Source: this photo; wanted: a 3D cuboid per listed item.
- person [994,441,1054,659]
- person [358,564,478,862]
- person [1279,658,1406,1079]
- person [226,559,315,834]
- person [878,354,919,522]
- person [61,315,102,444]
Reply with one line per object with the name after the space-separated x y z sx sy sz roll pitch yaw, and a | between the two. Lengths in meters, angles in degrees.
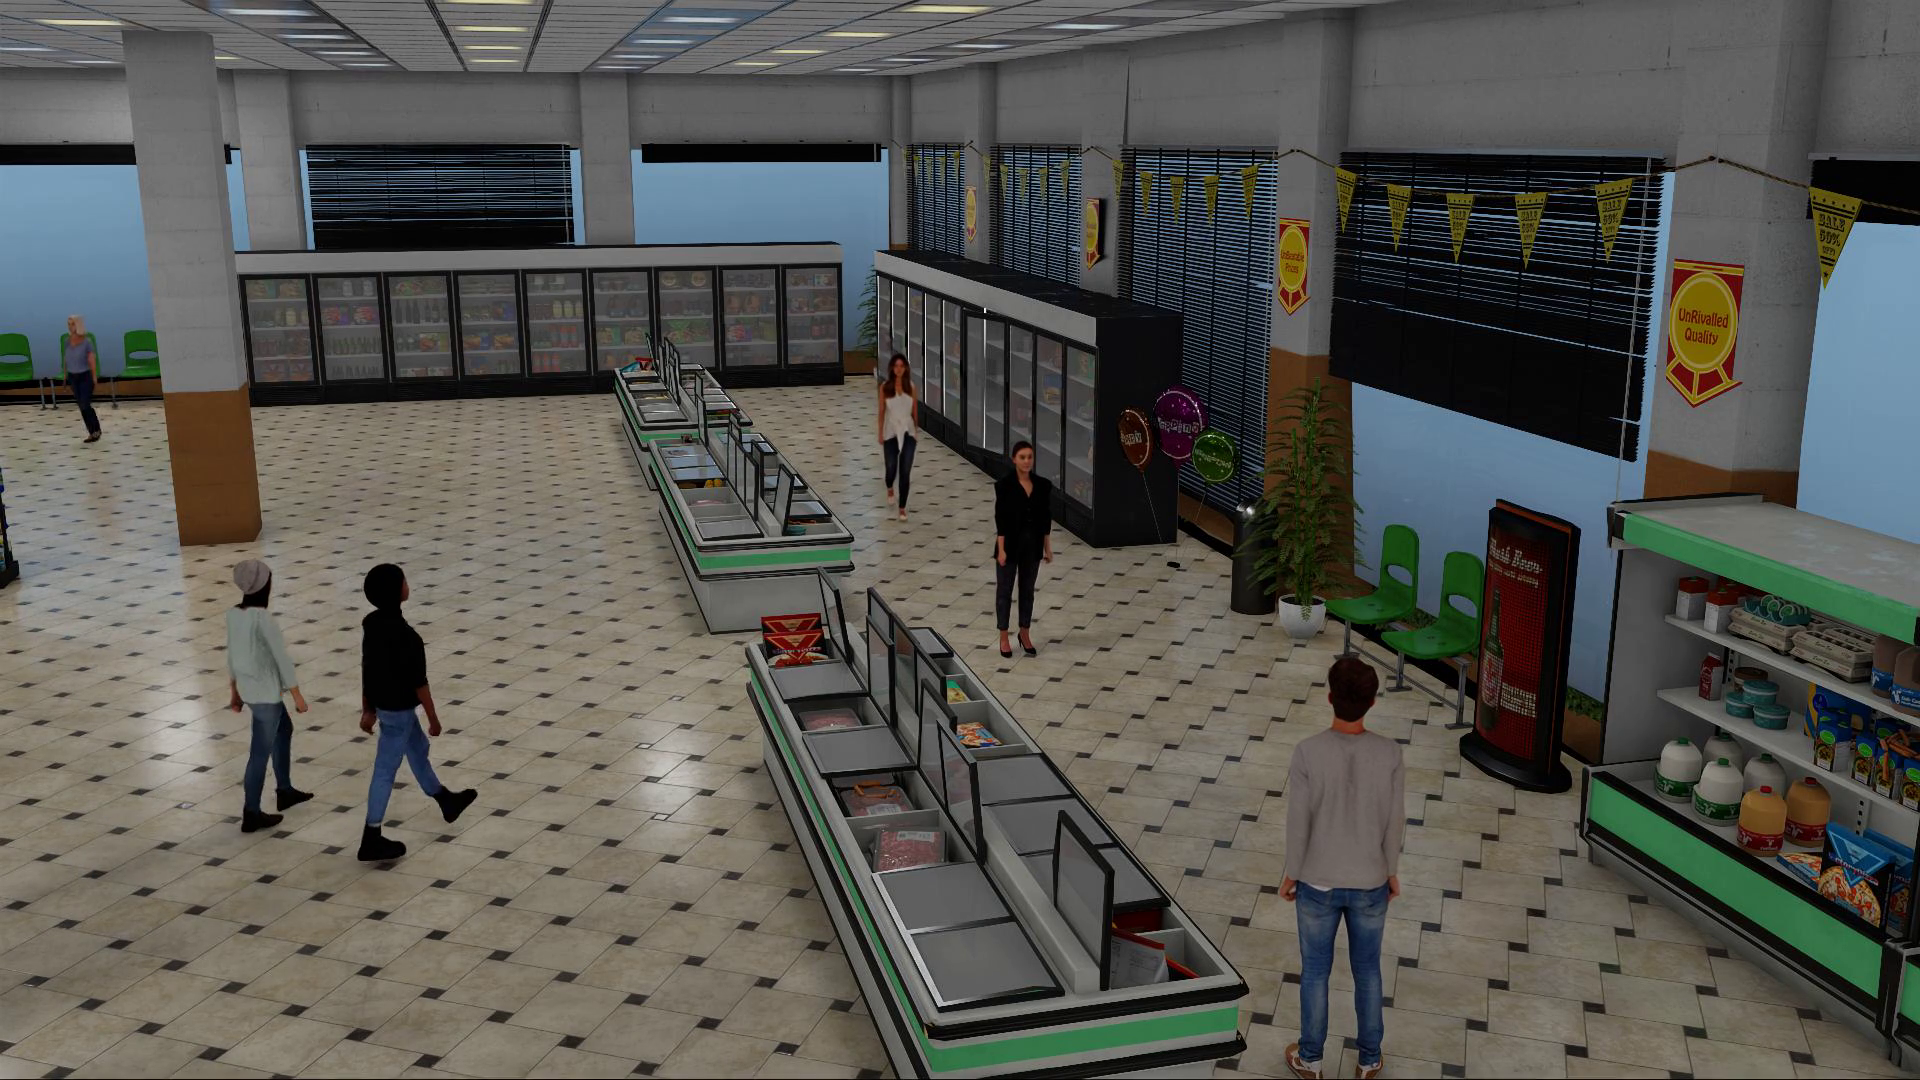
0.467 0.059 13.100 0.661 1.719 0.604 -5 15 -21 | person
-3.256 1.000 9.330 1.093 1.666 1.053 12 18 40 | person
1.629 1.427 7.064 0.738 1.904 0.712 1 14 5 | person
-4.148 0.927 9.710 0.818 1.629 0.856 11 18 38 | person
-0.659 -1.108 17.810 0.640 1.765 0.951 -2 14 -9 | person
-11.687 -2.153 22.240 0.682 1.709 0.708 3 14 12 | person
